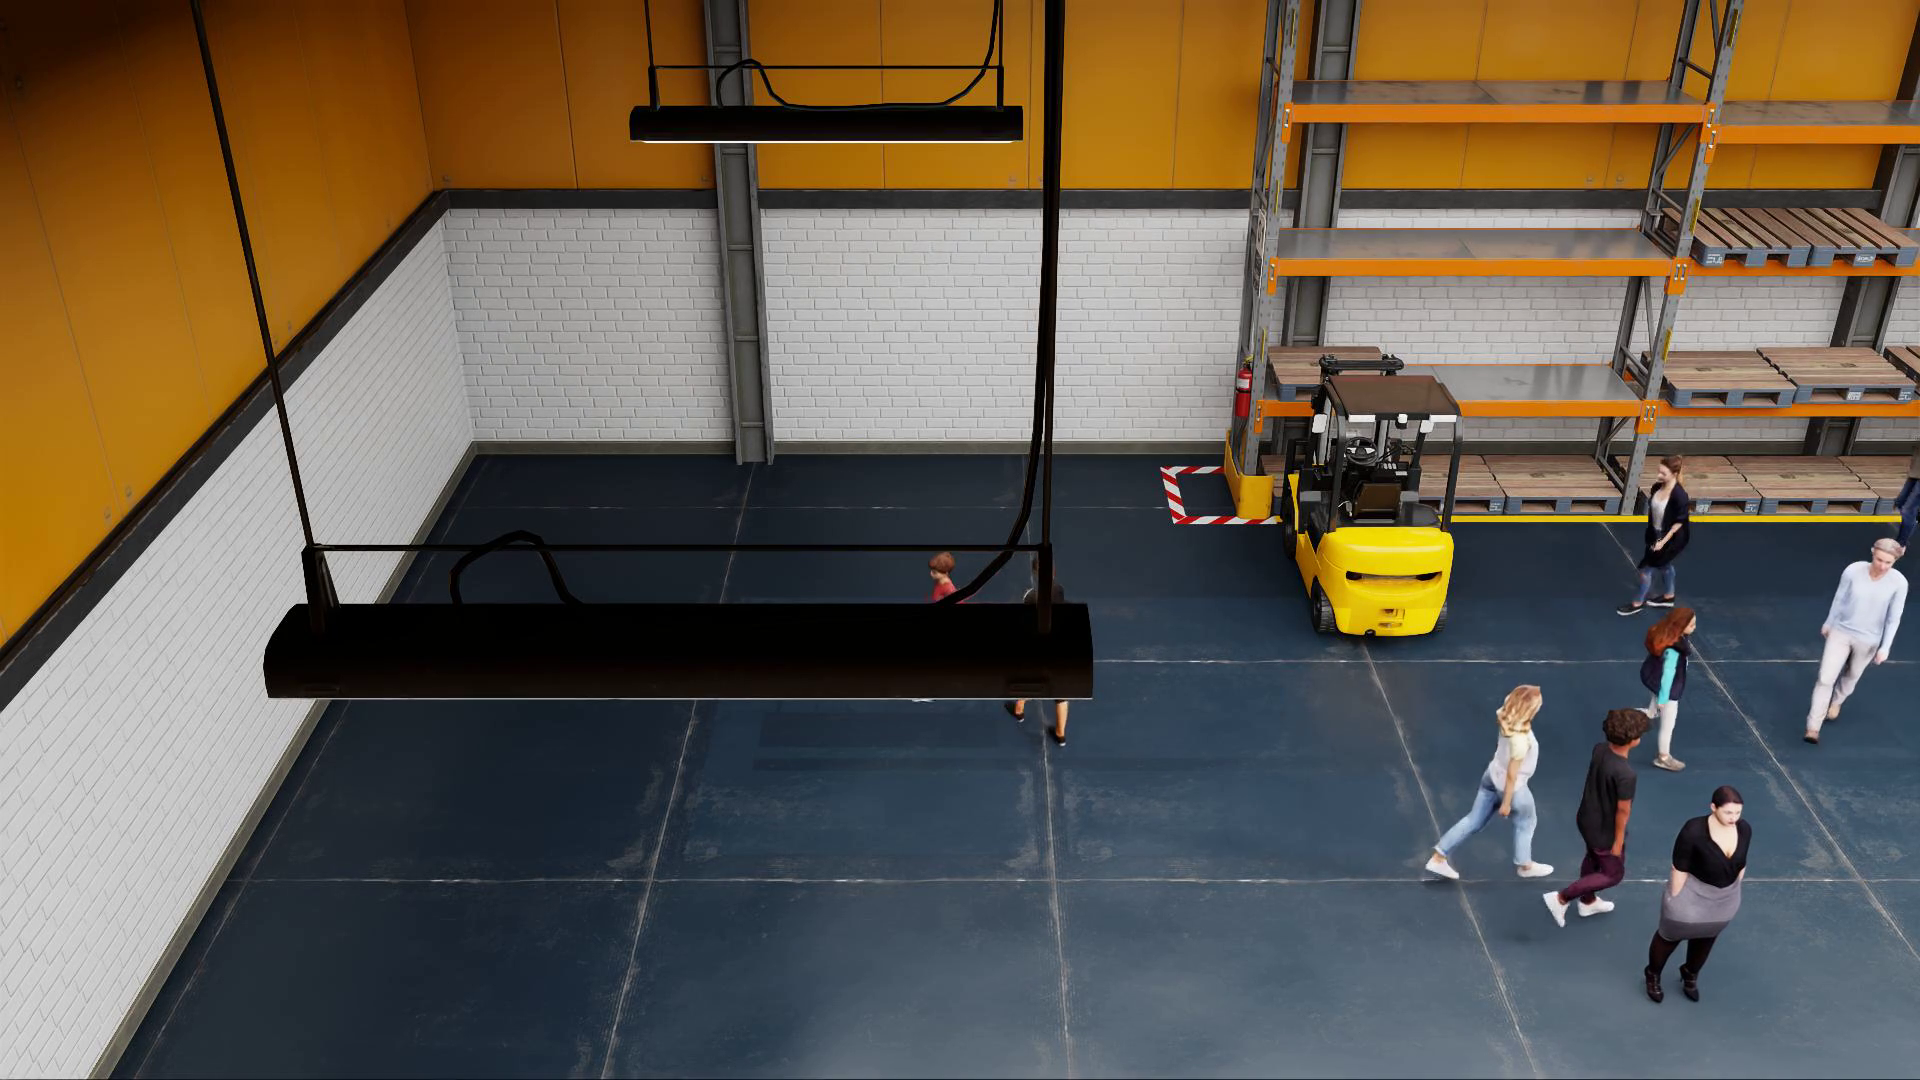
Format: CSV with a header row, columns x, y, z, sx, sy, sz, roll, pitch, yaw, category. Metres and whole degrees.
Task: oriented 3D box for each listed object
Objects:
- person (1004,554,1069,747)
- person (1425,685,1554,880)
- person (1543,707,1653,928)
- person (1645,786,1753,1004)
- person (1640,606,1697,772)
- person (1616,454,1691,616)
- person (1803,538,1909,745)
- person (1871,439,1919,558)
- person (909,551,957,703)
x,y,z,sx,sy,sz,roll,pitch,yaw,category
0.715,0.927,13.588,0.977,1.632,0.939,-16,32,-27,person
3.812,1.785,11.970,1.190,1.676,0.674,-1,29,-2,person
4.413,1.958,11.559,0.907,1.765,0.703,-5,29,-8,person
4.853,2.314,10.914,0.605,1.757,0.763,-4,29,-8,person
5.604,1.146,13.342,0.941,1.483,0.734,9,30,17,person
6.548,-0.006,15.288,0.930,1.642,0.737,-3,29,-5,person
7.372,0.768,13.671,1.273,1.833,1.148,16,32,27,person
9.497,-0.608,16.184,0.961,1.841,0.844,8,30,15,person
-0.055,0.723,14.210,0.883,1.396,0.705,-9,30,-16,person
